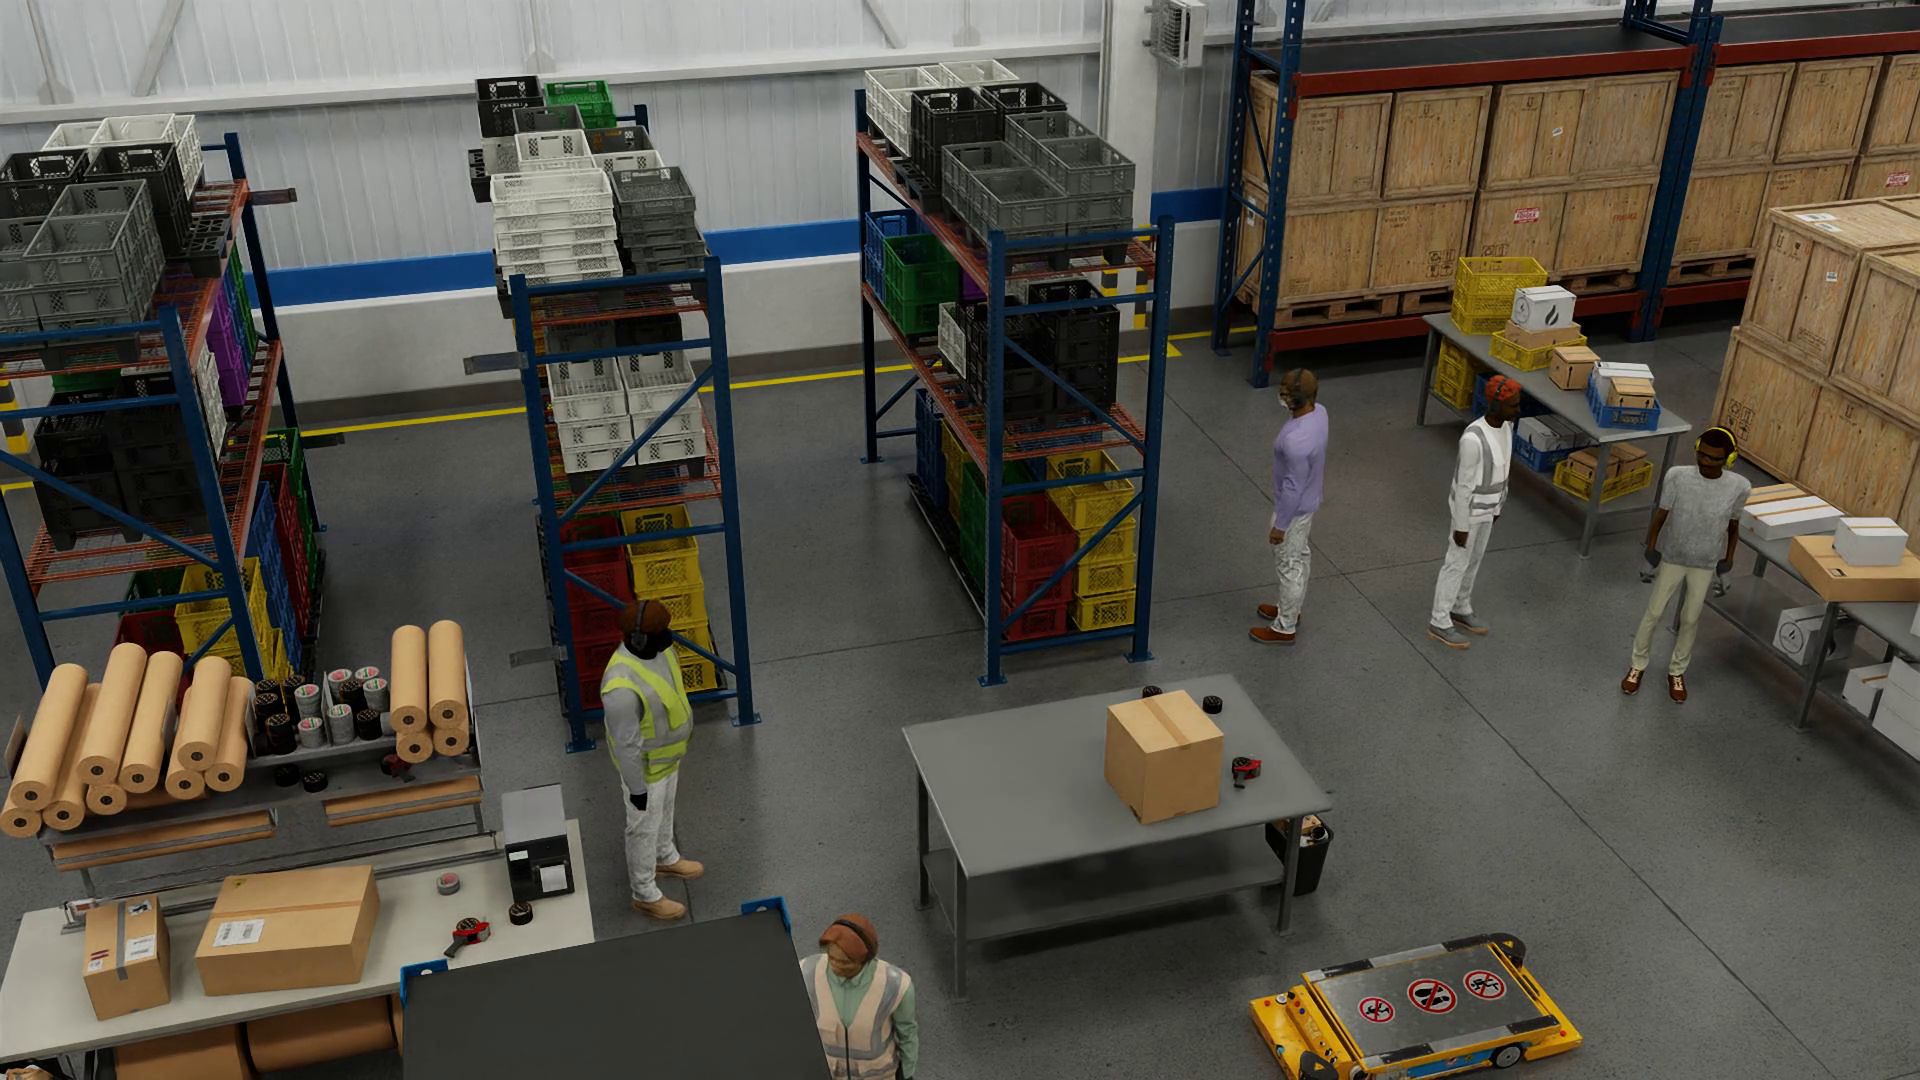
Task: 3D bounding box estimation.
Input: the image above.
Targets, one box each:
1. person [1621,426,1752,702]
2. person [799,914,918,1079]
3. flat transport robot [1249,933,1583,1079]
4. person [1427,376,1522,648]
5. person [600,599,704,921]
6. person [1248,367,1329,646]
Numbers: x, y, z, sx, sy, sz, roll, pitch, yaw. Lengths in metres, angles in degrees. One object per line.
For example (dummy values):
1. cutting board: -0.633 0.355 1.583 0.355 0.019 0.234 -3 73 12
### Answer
1. person: 4.478 0.147 10.226 0.533 1.861 0.314 10 30 17
2. person: -0.426 2.163 6.788 0.520 1.636 0.312 5 29 8
3. flat transport robot: 2.184 2.282 7.980 1.431 0.197 0.652 -8 30 -14
4. person: 3.364 -0.193 10.834 0.346 1.877 0.578 23 36 36
5. person: -1.570 1.105 8.518 0.430 1.837 0.629 4 29 7
6. person: 2.154 -0.217 10.811 0.373 1.938 0.630 11 31 19
